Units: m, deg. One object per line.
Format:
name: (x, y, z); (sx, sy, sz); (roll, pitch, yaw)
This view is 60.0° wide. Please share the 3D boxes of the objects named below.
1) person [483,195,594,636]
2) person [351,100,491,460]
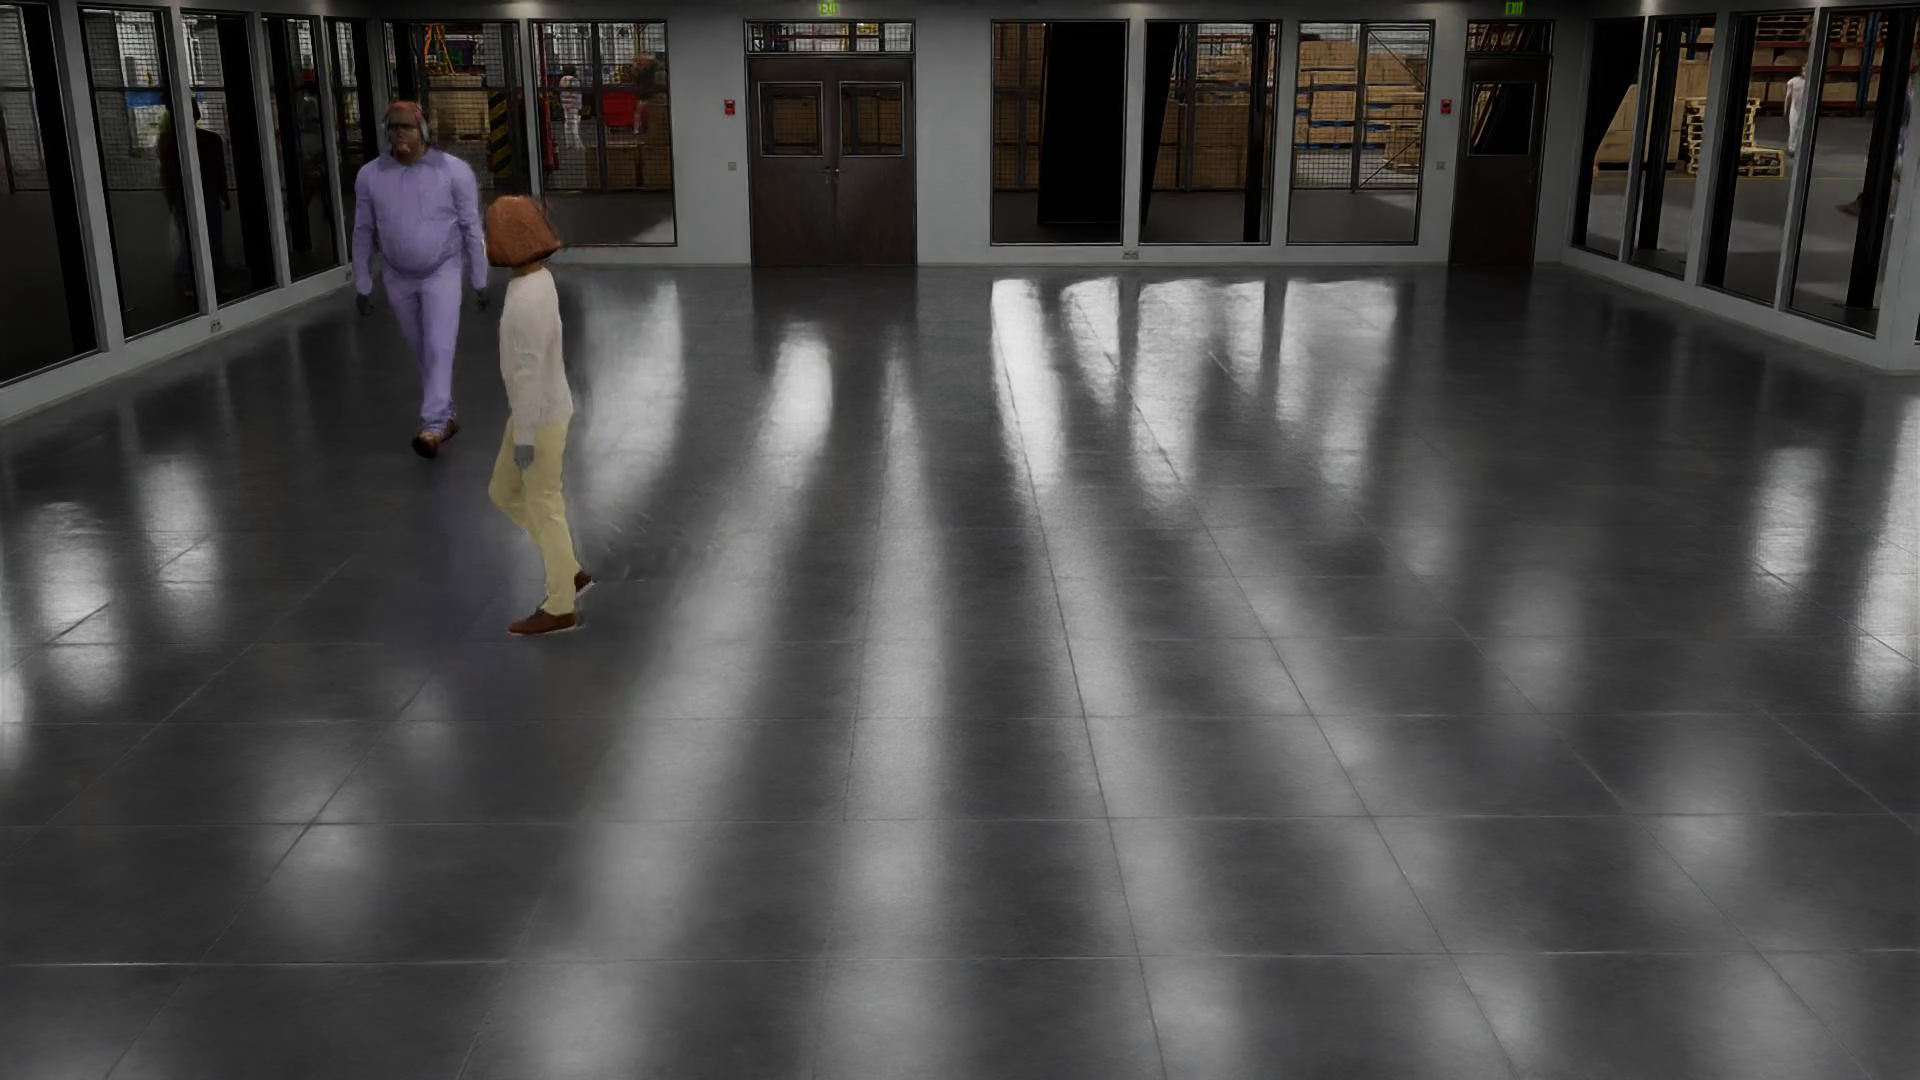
person: (-1.579, -0.433, 6.057); (0.341, 1.620, 0.520); (-4, 17, -13)
person: (-2.899, -1.373, 8.849); (0.673, 1.856, 0.991); (1, 16, 2)
